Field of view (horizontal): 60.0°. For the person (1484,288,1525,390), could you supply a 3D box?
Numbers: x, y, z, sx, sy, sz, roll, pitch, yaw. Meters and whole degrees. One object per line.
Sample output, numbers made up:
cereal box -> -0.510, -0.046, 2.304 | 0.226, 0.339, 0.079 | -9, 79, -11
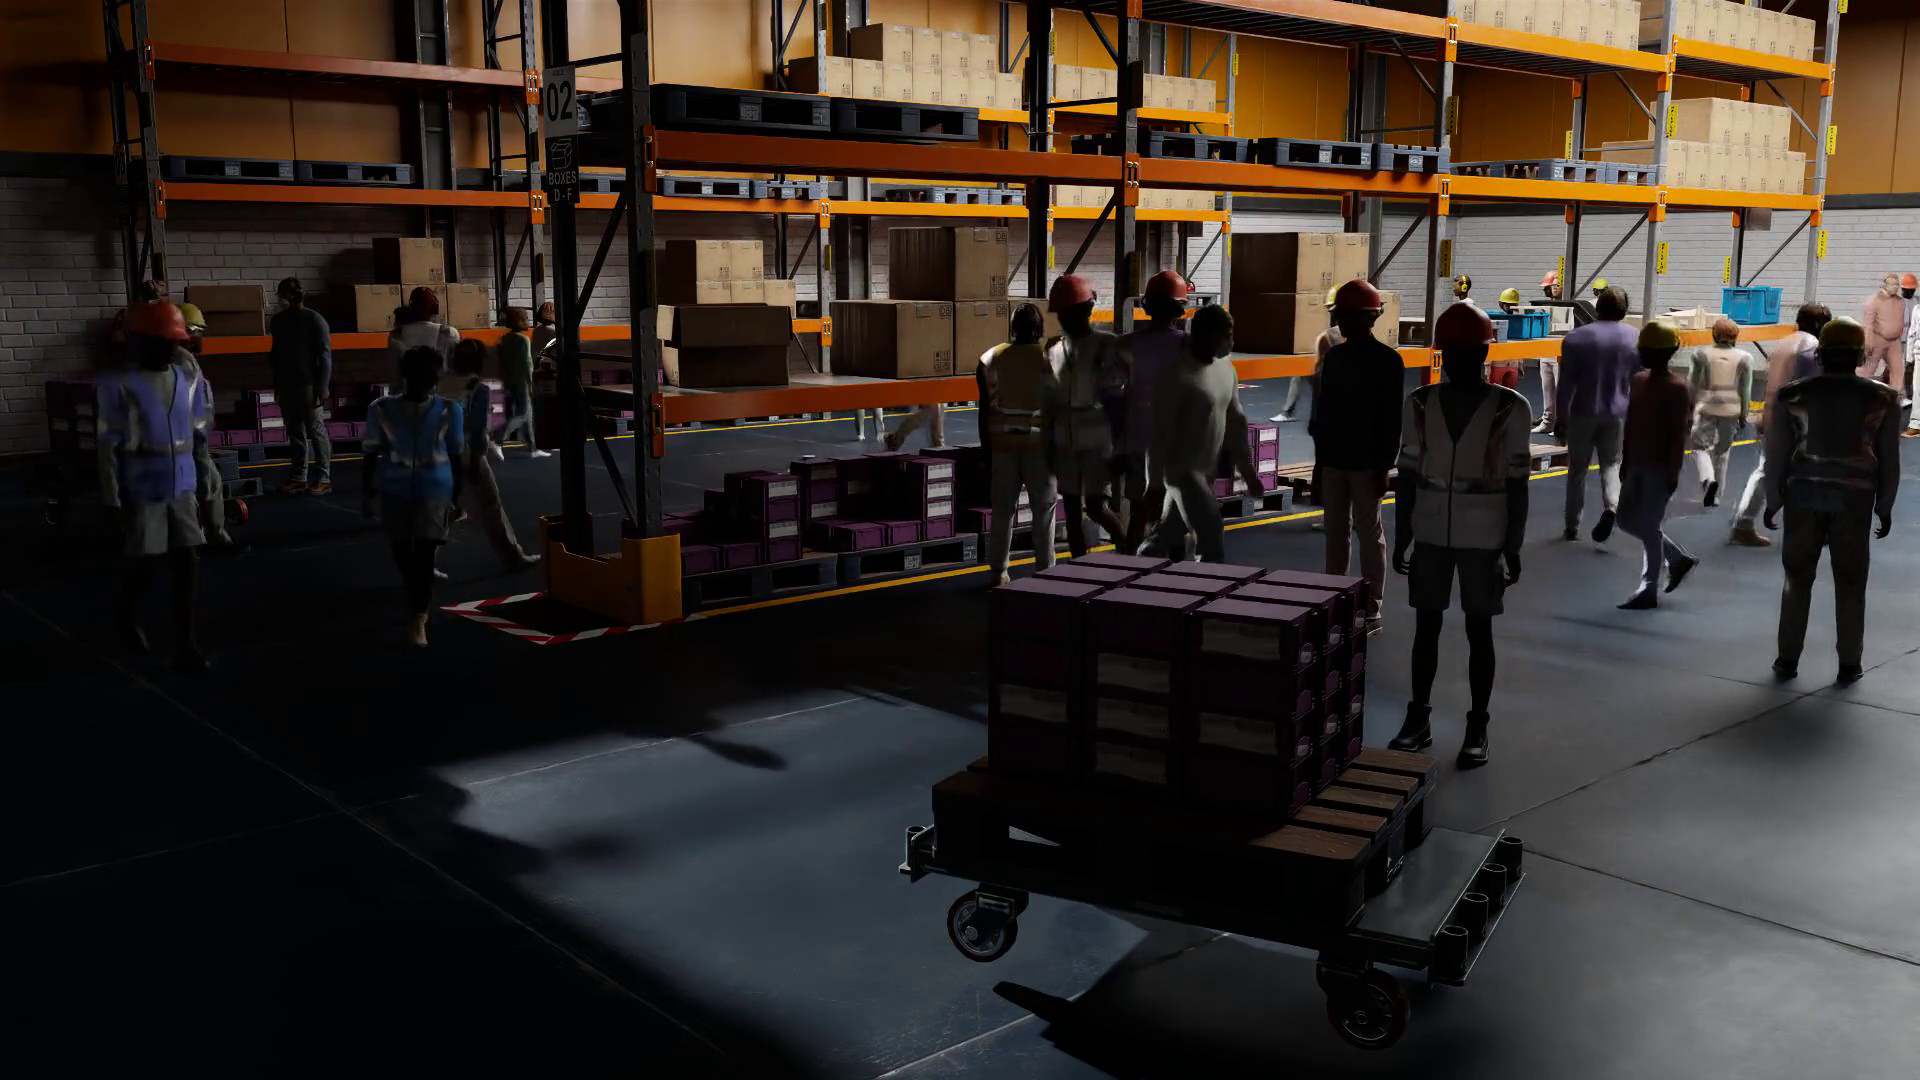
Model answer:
person -> 6.144, -1.947, 18.748 | 0.532, 1.765, 0.328 | -4, 10, -21

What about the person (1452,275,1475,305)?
person -> 6.706, -2.594, 22.231 | 0.311, 1.869, 0.530 | 0, 10, 0

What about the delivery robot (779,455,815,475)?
delivery robot -> -1.188, -0.424, 13.094 | 0.707, 0.478, 0.477 | -8, 13, -39

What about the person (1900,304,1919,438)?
person -> 11.299, -2.106, 19.327 | 0.347, 1.884, 0.584 | -8, 12, -39

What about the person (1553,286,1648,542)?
person -> 4.712, -0.905, 12.218 | 0.645, 1.916, 0.738 | 3, 10, 14

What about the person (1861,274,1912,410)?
person -> 12.797, -2.711, 22.921 | 0.679, 1.857, 0.963 | -2, 10, -9

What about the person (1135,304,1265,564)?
person -> 1.252, -0.361, 9.179 | 1.060, 1.884, 0.645 | 7, 12, 37

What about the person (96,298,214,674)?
person -> -4.120, -0.270, 8.483 | 0.624, 1.917, 0.571 | 7, 12, 34

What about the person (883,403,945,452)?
person -> -0.381, -1.722, 16.836 | 0.795, 1.974, 0.630 | -3, 10, -16

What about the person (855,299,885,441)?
person -> -1.046, -1.946, 19.121 | 0.499, 1.633, 0.279 | 3, 10, 16

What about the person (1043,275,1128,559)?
person -> 0.791, -0.610, 10.196 | 0.623, 2.012, 0.594 | 8, 13, 39

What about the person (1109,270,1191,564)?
person -> 1.199, -0.581, 9.931 | 0.611, 2.042, 0.394 | 4, 11, 23

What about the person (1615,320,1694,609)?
person -> 4.225, -0.451, 10.019 | 0.502, 1.748, 0.541 | -2, 10, -10

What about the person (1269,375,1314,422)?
person -> 4.498, -2.448, 21.392 | 1.044, 1.866, 0.594 | -3, 10, -16

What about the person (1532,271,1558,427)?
person -> 7.325, -2.352, 20.610 | 0.375, 1.935, 0.551 | -2, 10, -10

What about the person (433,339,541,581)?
person -> -3.232, -0.527, 10.967 | 0.549, 1.580, 0.869 | 8, 13, 39

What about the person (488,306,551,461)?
person -> -4.621, -1.625, 17.317 | 0.732, 1.611, 0.514 | -8, 13, -40

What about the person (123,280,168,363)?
person -> -7.402, -1.444, 15.390 | 0.652, 1.905, 0.402 | 6, 11, 32

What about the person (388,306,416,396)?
person -> -5.078, -1.286, 15.157 | 0.544, 1.664, 0.769 | 8, 13, 40

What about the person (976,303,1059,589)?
person -> 0.417, -0.579, 10.557 | 0.623, 1.835, 0.430 | 3, 10, 18

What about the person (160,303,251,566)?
person -> -5.270, -0.727, 11.513 | 0.757, 1.789, 0.654 | -5, 11, -26

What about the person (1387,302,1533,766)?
person -> 2.071, -0.017, 6.940 | 0.551, 1.935, 0.375 | 6, 11, 32

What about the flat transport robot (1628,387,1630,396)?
flat transport robot -> 9.526, -2.045, 23.685 | 0.652, 0.197, 1.431 | 6, 11, 30

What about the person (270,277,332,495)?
person -> -5.871, -1.364, 14.821 | 0.630, 1.938, 0.366 | 4, 11, 24

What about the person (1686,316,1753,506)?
person -> 6.358, -1.059, 13.943 | 0.518, 1.623, 0.616 | 2, 10, 12

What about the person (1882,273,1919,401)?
person -> 13.549, -2.888, 23.932 | 0.565, 1.871, 0.815 | -1, 10, -9

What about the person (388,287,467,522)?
person -> -4.240, -1.069, 13.266 | 0.574, 1.881, 0.358 | -1, 10, -4

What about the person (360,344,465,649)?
person -> -3.046, -0.277, 9.315 | 0.558, 1.658, 0.823 | -2, 10, -13

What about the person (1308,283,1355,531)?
person -> 2.934, -1.014, 12.850 | 0.600, 1.917, 0.406 | -7, 12, -35

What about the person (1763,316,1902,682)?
person -> 4.361, -0.204, 8.349 | 0.601, 1.827, 0.403 | 4, 11, 24

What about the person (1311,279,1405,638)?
person -> 2.197, -0.450, 9.310 | 0.377, 1.995, 0.608 | -6, 11, -31

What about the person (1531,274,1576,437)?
person -> 7.058, -2.184, 19.704 | 0.410, 1.913, 0.651 | -3, 10, -18

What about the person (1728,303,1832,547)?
person -> 6.124, -0.833, 12.171 | 0.941, 1.782, 0.641 | 0, 10, -1

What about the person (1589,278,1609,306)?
person -> 10.123, -3.254, 26.388 | 0.525, 1.772, 0.306 | -3, 10, -15

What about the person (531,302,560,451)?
person -> -4.502, -1.788, 18.225 | 0.496, 1.629, 0.277 | 9, 13, 42
